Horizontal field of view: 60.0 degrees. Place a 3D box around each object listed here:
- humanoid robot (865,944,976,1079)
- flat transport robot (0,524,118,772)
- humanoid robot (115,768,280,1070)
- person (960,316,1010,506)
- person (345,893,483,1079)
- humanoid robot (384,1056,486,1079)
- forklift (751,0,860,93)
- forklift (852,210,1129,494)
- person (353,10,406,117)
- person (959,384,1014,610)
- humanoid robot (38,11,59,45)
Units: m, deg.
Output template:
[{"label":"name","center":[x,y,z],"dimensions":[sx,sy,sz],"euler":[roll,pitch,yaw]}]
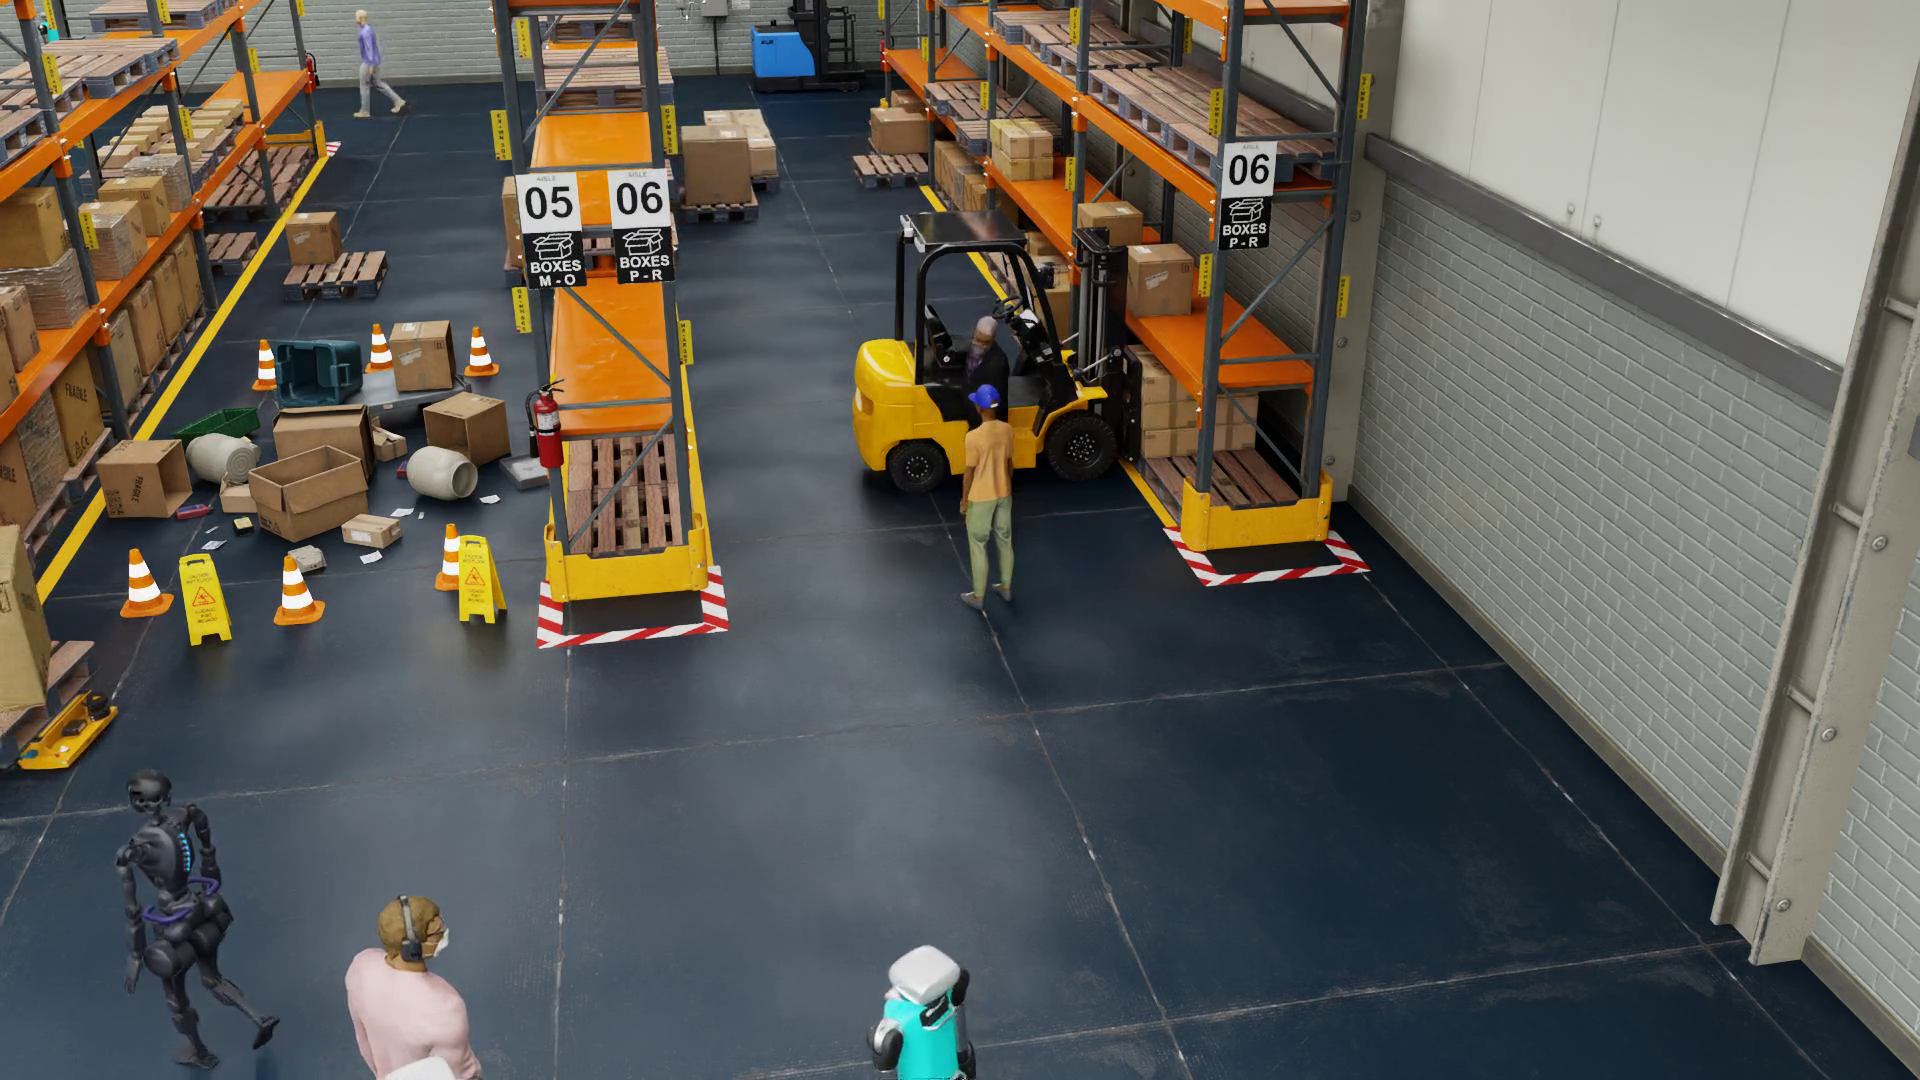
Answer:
[{"label":"humanoid robot","center":[0.071,2.426,6.409],"dimensions":[0.794,1.795,0.530],"euler":[17,31,32]},{"label":"flat transport robot","center":[-6.247,1.206,10.617],"dimensions":[1.431,0.231,0.659],"euler":[1,26,1]},{"label":"humanoid robot","center":[-3.584,1.813,7.747],"dimensions":[0.538,1.640,0.615],"euler":[8,27,16]},{"label":"person","center":[0.174,-0.979,13.381],"dimensions":[0.385,1.827,0.708],"euler":[-11,28,-21]},{"label":"person","center":[-2.093,2.221,6.581],"dimensions":[0.628,1.936,0.371],"euler":[17,30,31]},{"label":"humanoid robot","center":[-1.689,2.676,5.858],"dimensions":[0.530,1.773,0.701],"euler":[-22,33,-38]},{"label":"forklift","center":[-2.872,-9.679,30.288],"dimensions":[1.873,2.768,1.129],"euler":[-5,26,-10]},{"label":"forklift","center":[0.216,-1.659,14.366],"dimensions":[2.313,2.155,1.214],"euler":[-5,26,-10]},{"label":"person","center":[-9.984,-8.114,28.300],"dimensions":[0.844,1.772,0.590],"euler":[-5,26,-11]},{"label":"person","center":[0.187,-0.327,12.146],"dimensions":[0.434,1.707,0.381],"euler":[-18,31,-33]},{"label":"humanoid robot","center":[-14.974,-8.050,28.044],"dimensions":[0.735,1.677,0.533],"euler":[1,26,2]}]
